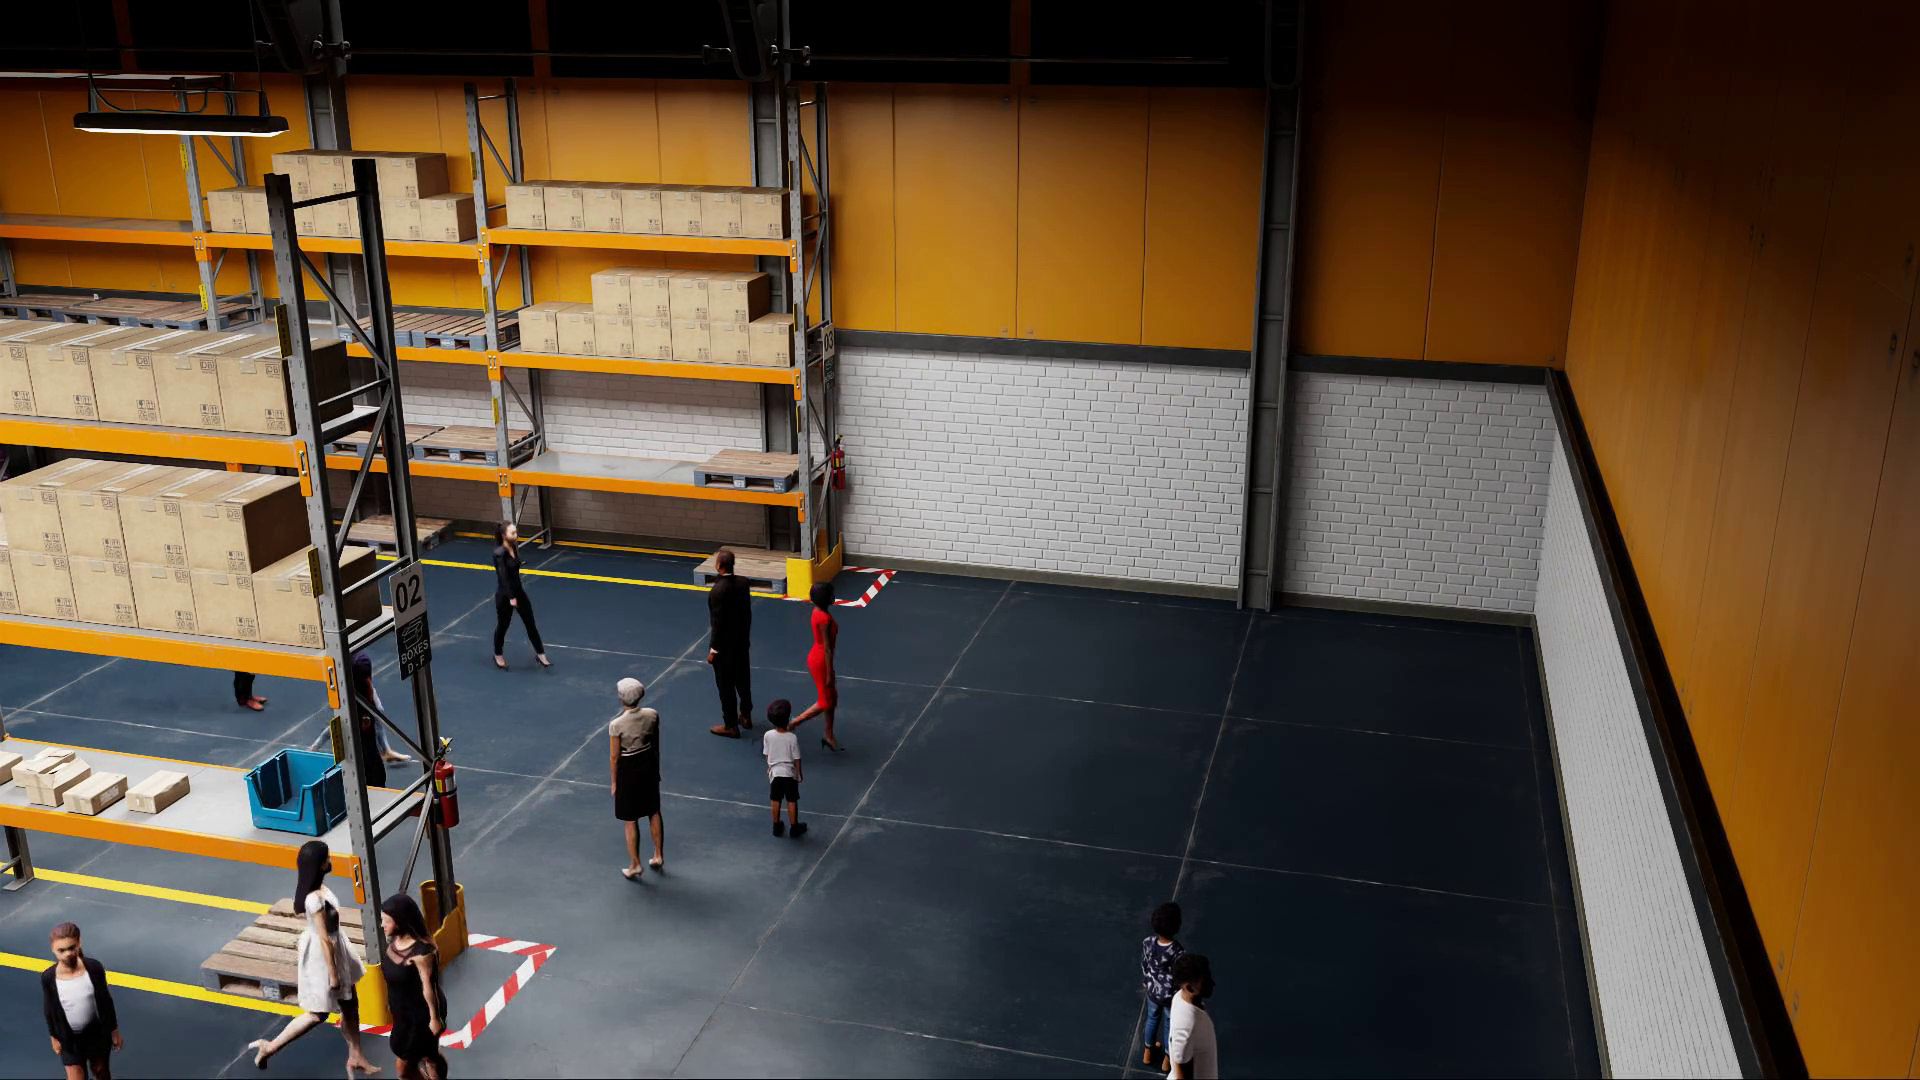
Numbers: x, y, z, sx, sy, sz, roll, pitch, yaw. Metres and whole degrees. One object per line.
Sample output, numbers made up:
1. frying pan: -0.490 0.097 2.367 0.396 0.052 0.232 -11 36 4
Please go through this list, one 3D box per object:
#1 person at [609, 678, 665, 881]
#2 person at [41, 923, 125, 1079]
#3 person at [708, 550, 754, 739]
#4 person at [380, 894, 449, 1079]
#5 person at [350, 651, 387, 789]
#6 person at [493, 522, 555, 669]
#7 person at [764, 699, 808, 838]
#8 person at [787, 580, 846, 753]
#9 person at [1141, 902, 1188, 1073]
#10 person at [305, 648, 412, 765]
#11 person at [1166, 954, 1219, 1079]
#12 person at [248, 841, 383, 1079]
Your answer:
1. person: -2.653 1.967 13.711 0.689 1.751 0.712 -15 24 -38
2. person: -5.624 3.103 10.659 0.671 1.545 0.728 -11 22 -30
3. person: -2.257 0.998 16.347 0.740 1.904 0.769 13 22 33
4. person: -3.390 3.009 10.686 0.856 1.706 0.783 -13 22 -33
5. person: -5.395 1.530 14.948 0.781 1.790 0.669 -15 24 -38
6. person: -4.896 0.622 17.823 0.927 1.675 0.598 6 20 18
7. person: -1.533 1.982 14.436 0.424 1.259 0.541 5 19 13
8. person: -1.392 1.245 15.901 0.957 1.721 0.813 -3 19 -8
9. person: 1.394 3.028 11.343 0.536 1.251 0.630 14 23 35
10. person: -5.747 1.354 15.521 1.260 1.758 0.987 -4 19 -12
11. person: 1.333 3.246 9.732 0.594 1.866 0.695 3 19 8
12. person: -4.311 2.865 11.057 1.127 1.743 0.995 -7 20 -19
